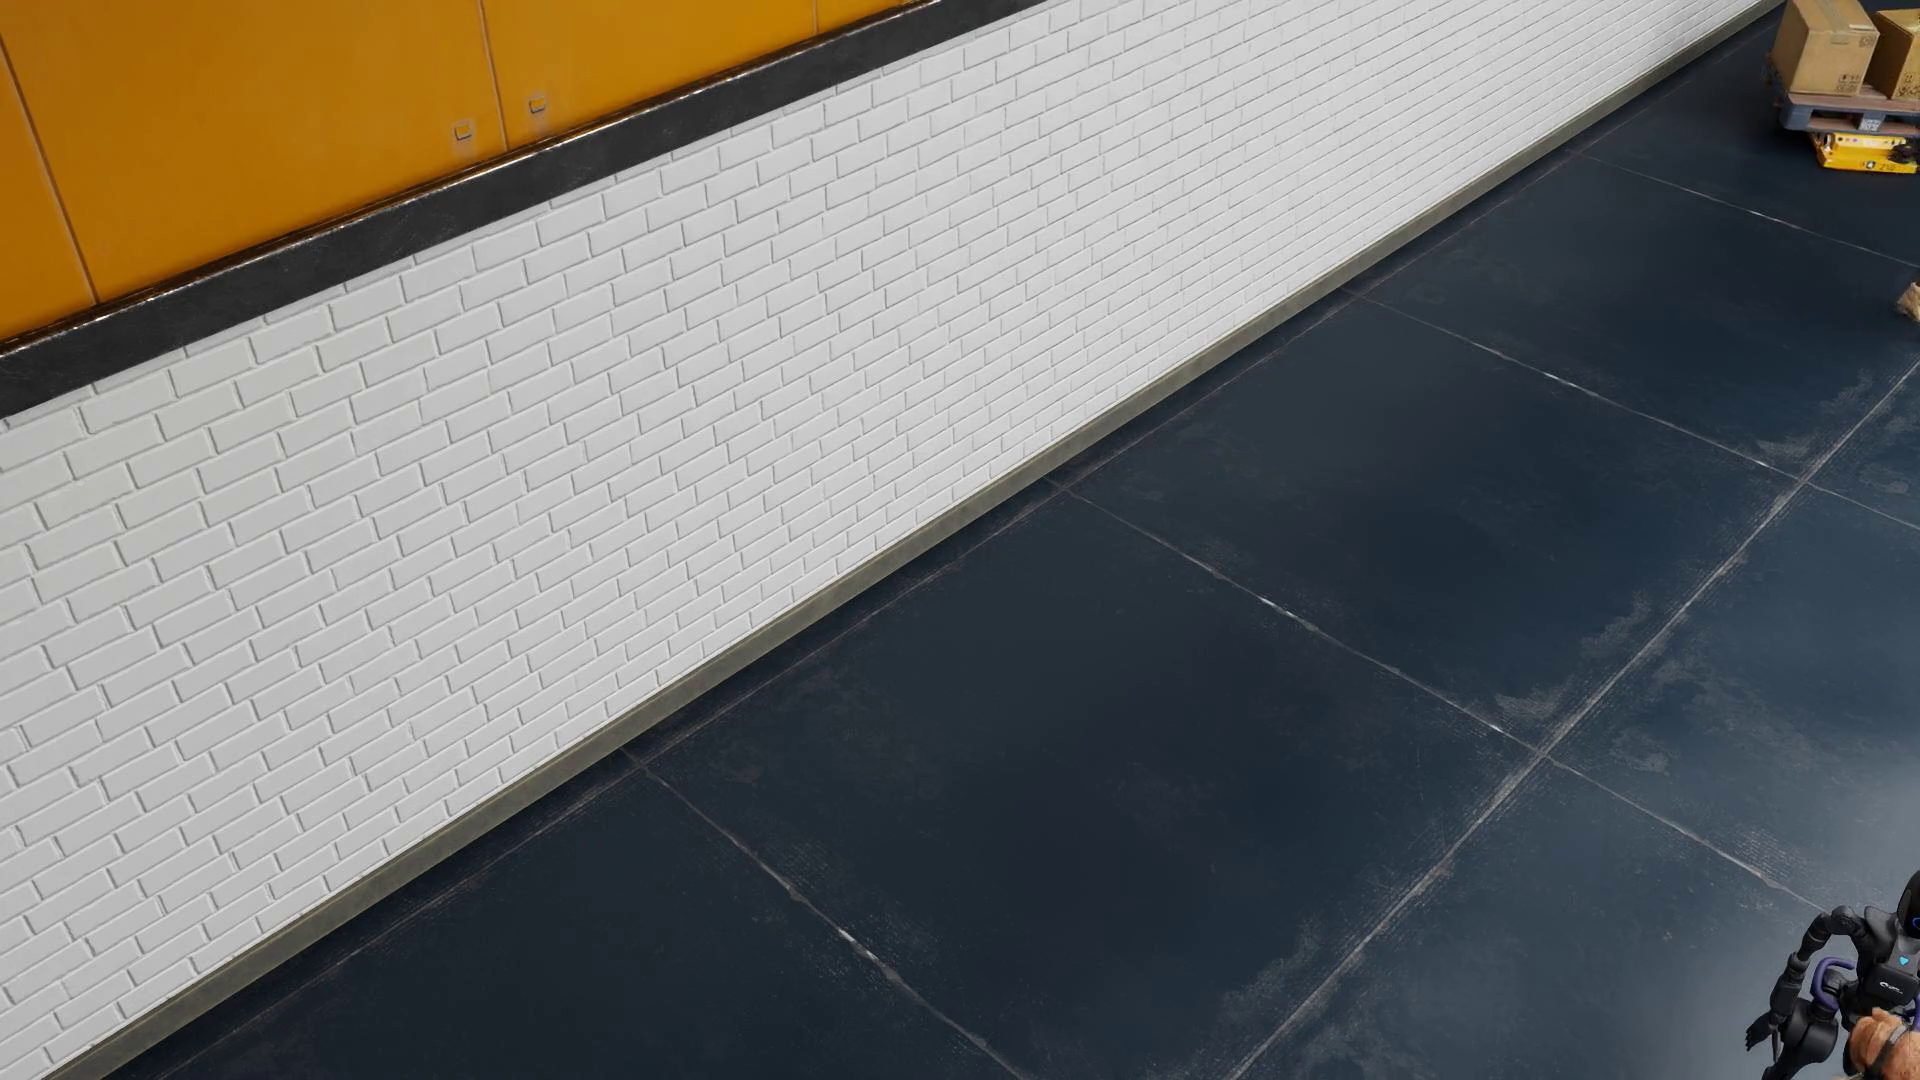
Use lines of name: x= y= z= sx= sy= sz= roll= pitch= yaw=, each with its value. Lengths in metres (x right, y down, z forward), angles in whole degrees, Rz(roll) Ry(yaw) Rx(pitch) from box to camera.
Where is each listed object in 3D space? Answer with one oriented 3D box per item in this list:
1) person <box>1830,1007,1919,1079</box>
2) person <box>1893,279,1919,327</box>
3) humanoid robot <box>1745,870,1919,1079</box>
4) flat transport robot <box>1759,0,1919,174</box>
person: x=2.658 y=2.016 z=5.321 sx=0.516 sy=1.611 sz=0.723 roll=-29 pitch=47 yaw=-31
person: x=6.507 y=-2.061 z=10.139 sx=0.615 sy=1.955 sz=1.055 roll=-26 pitch=45 yaw=-28
humanoid robot: x=3.049 y=1.688 z=5.671 sx=0.599 sy=1.657 sz=0.315 roll=19 pitch=43 yaw=23
flat transport robot: x=6.953 y=-3.278 z=13.017 sx=0.659 sy=0.231 sz=1.431 roll=6 pitch=39 yaw=8
